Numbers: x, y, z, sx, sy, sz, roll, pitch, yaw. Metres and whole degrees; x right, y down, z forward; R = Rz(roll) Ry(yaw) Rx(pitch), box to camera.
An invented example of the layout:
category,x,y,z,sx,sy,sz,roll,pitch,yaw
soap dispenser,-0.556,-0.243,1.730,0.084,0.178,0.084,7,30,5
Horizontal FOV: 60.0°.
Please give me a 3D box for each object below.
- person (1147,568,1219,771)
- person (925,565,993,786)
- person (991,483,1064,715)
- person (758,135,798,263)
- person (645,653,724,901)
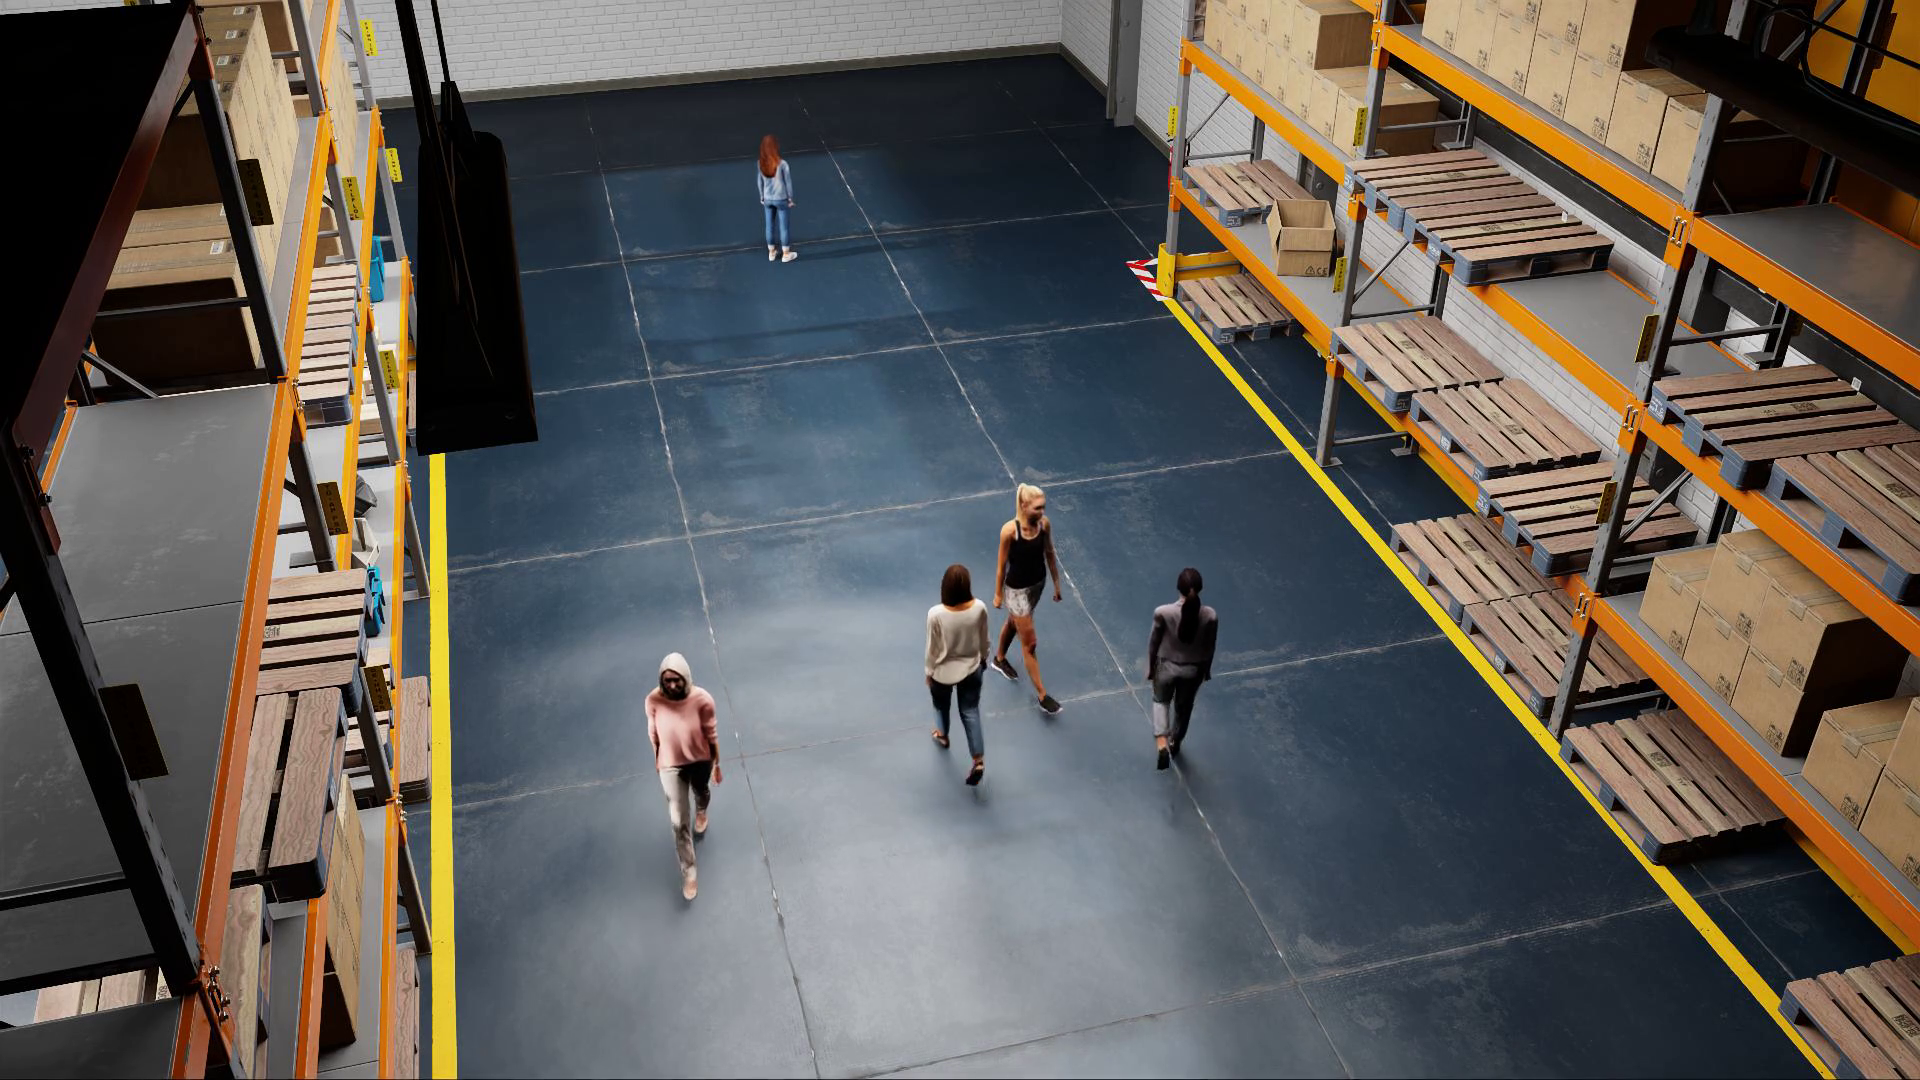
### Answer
category,x,y,z,sx,sy,sz,roll,pitch,yaw
person,1.524,0.954,11.508,0.769,1.662,0.890,3,34,4
person,0.005,0.956,11.517,0.636,1.648,1.019,-9,35,-13
person,0.412,0.325,12.328,0.914,1.803,1.207,-22,40,-30
person,-2.105,-3.891,18.966,0.634,1.476,0.661,11,35,16
person,-1.768,1.390,10.839,0.726,1.678,1.165,-3,34,-4
